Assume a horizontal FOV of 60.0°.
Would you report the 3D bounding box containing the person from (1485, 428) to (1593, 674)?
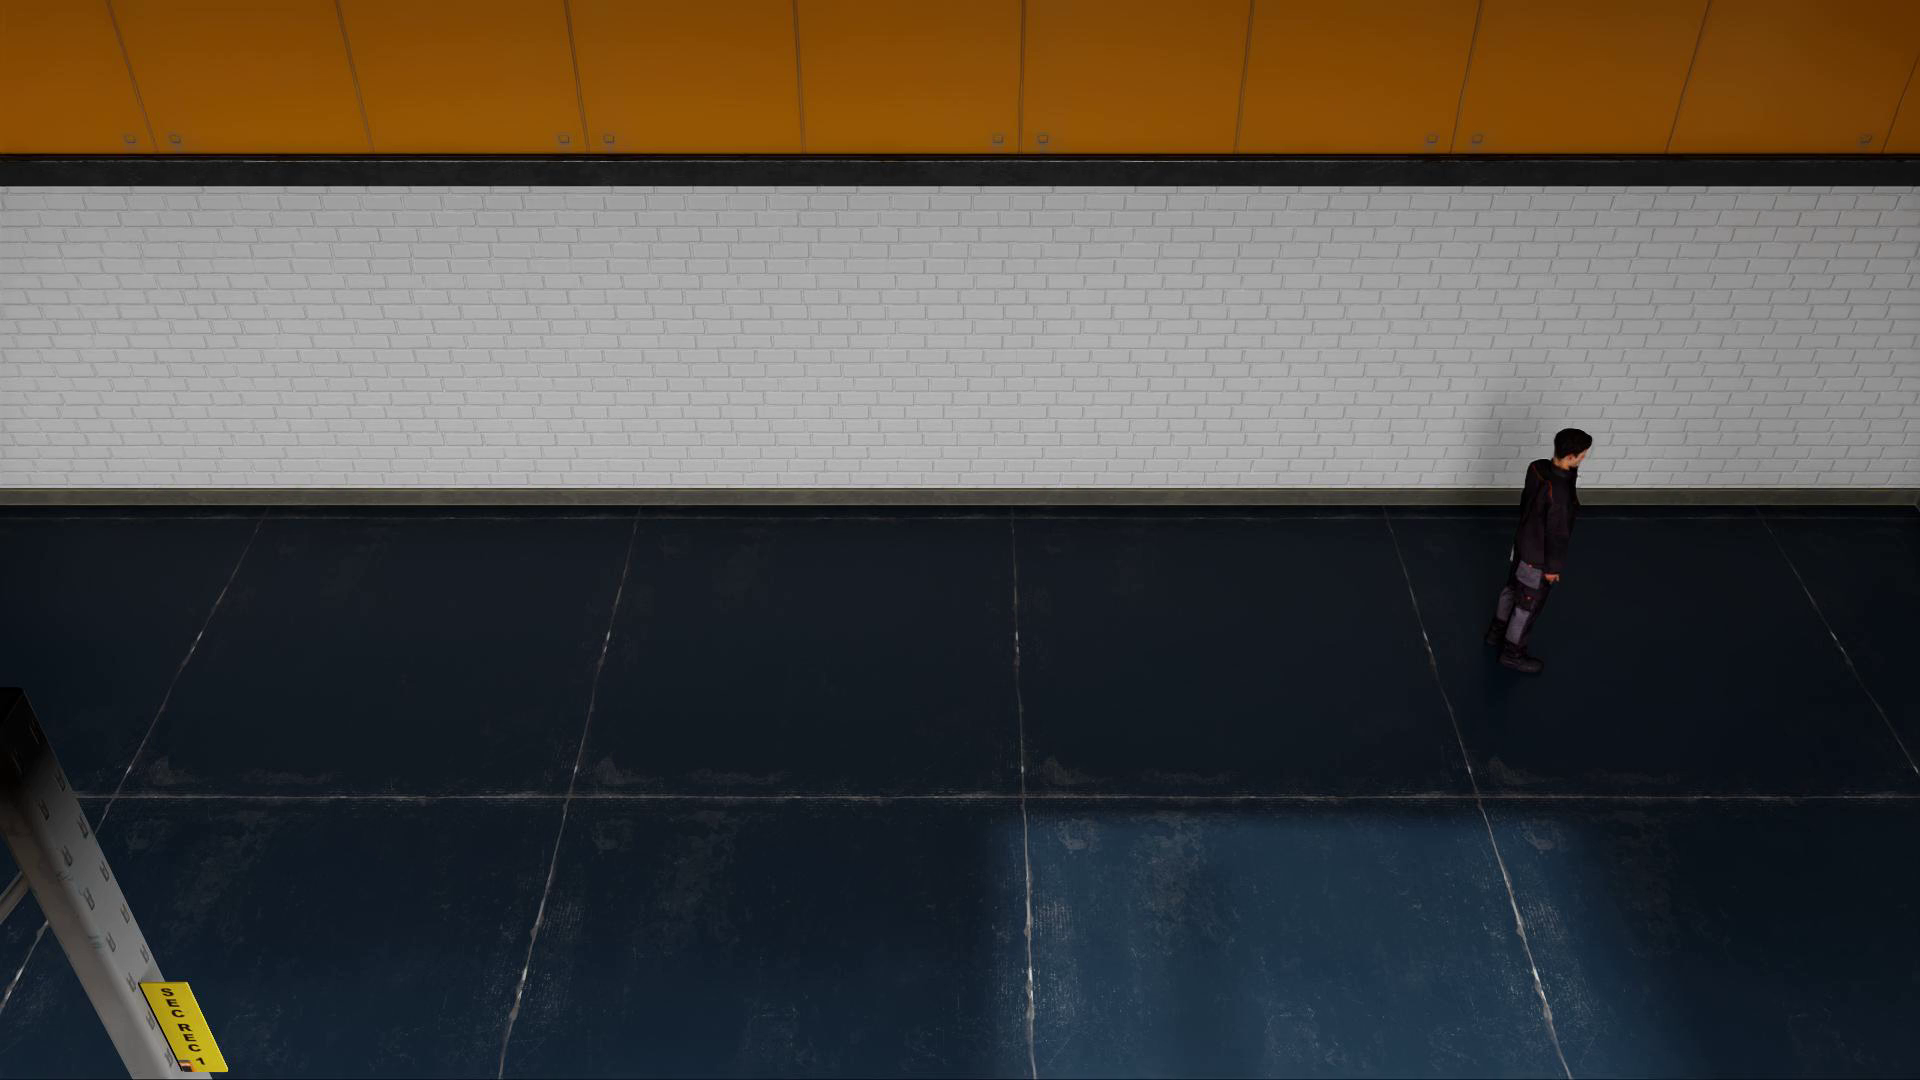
[{"bbox_3d":[3.982,0.050,11.464,0.762,1.944,0.527,-2,39,-3],"label":"person"}]
